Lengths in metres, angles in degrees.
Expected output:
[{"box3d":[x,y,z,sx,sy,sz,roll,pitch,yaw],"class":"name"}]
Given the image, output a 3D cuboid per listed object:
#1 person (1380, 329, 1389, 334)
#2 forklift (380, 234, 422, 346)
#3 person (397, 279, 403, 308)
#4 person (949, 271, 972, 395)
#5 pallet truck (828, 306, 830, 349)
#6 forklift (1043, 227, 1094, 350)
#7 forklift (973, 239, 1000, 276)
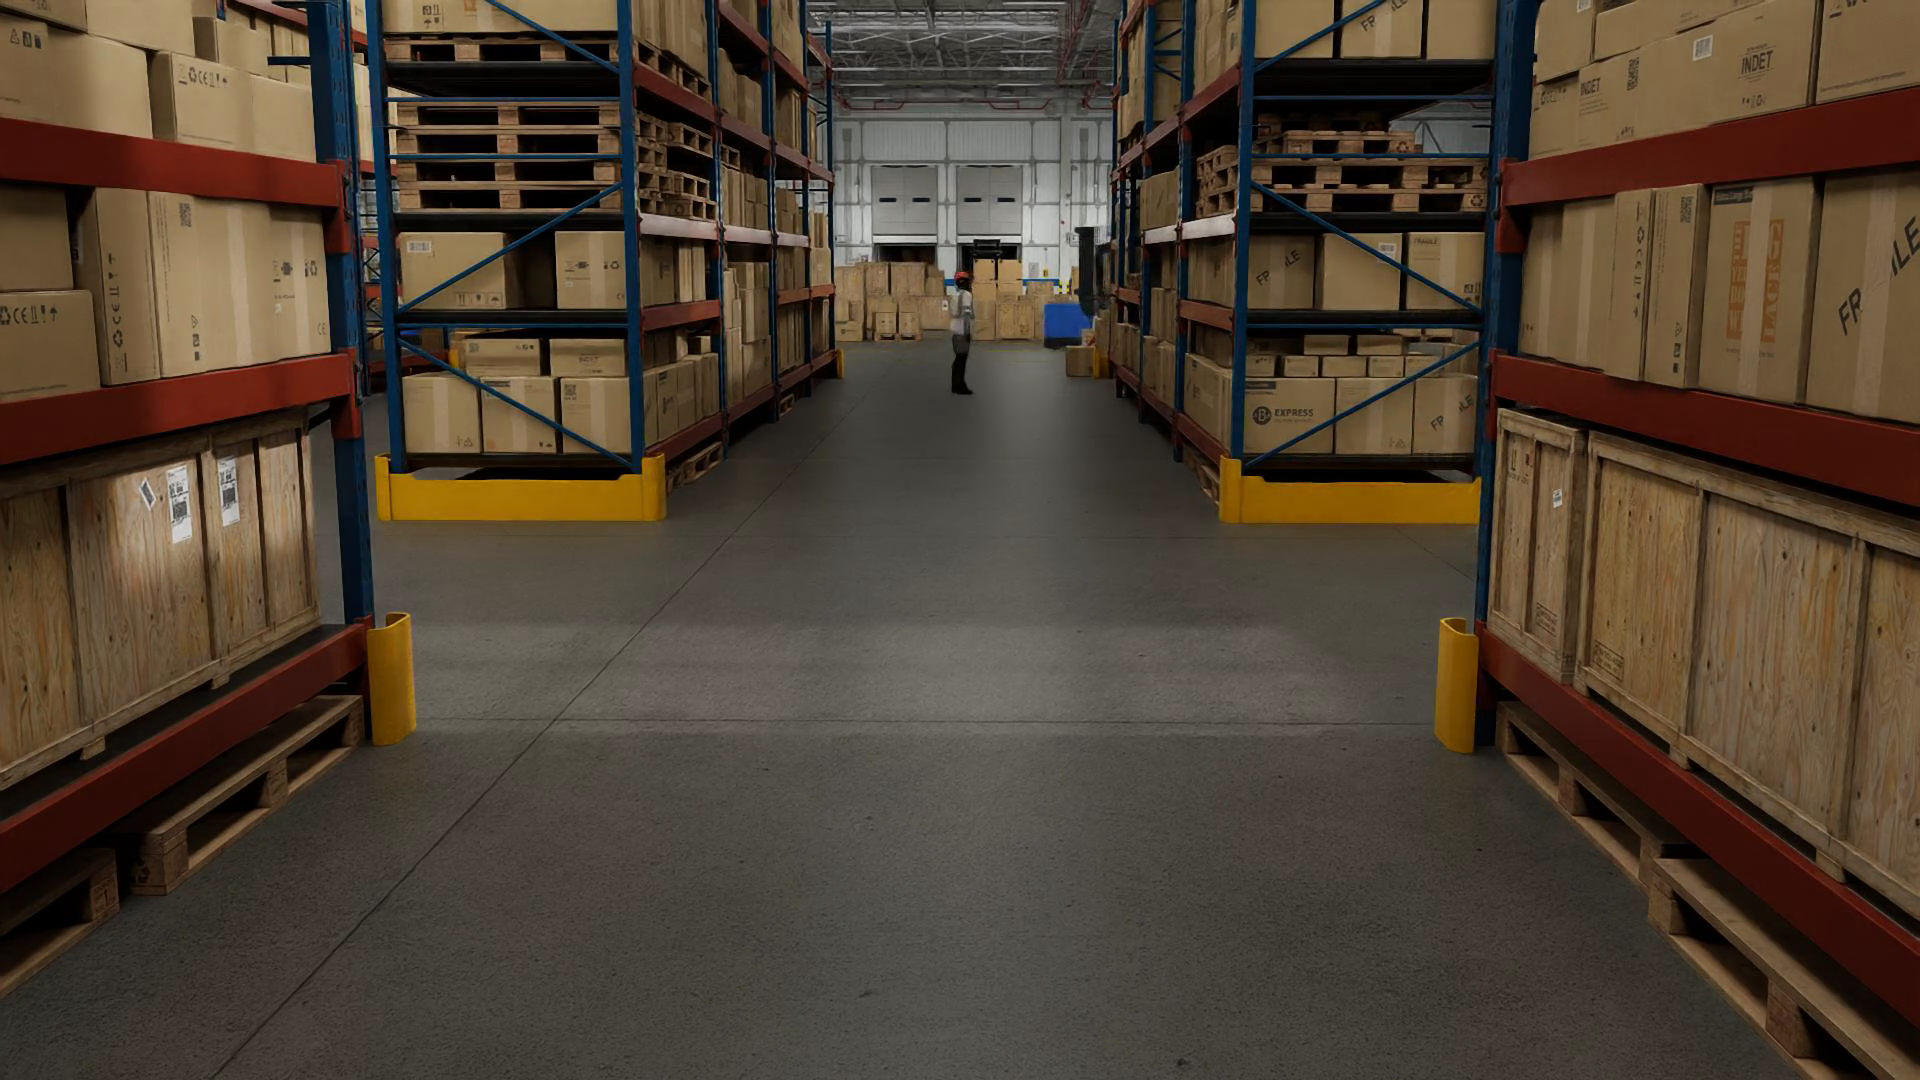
[{"box3d":[7.230,-3.633,28.867,0.319,1.696,0.532,-9,13,-43],"class":"person"},{"box3d":[-13.099,-6.051,39.805,1.129,2.768,1.873,0,9,1],"class":"forklift"},{"box3d":[-12.914,-5.143,38.075,0.314,1.642,0.514,2,10,14],"class":"person"},{"box3d":[0.062,-3.187,25.659,0.364,1.892,0.717,-4,10,-24],"class":"person"},{"box3d":[-3.100,-3.940,29.800,1.885,1.965,0.823,3,10,19],"class":"pallet truck"},{"box3d":[2.871,-5.787,38.227,1.873,2.768,1.129,0,9,1],"class":"forklift"},{"box3d":[0.932,-9.093,58.027,1.129,2.768,1.873,0,9,1],"class":"forklift"}]
